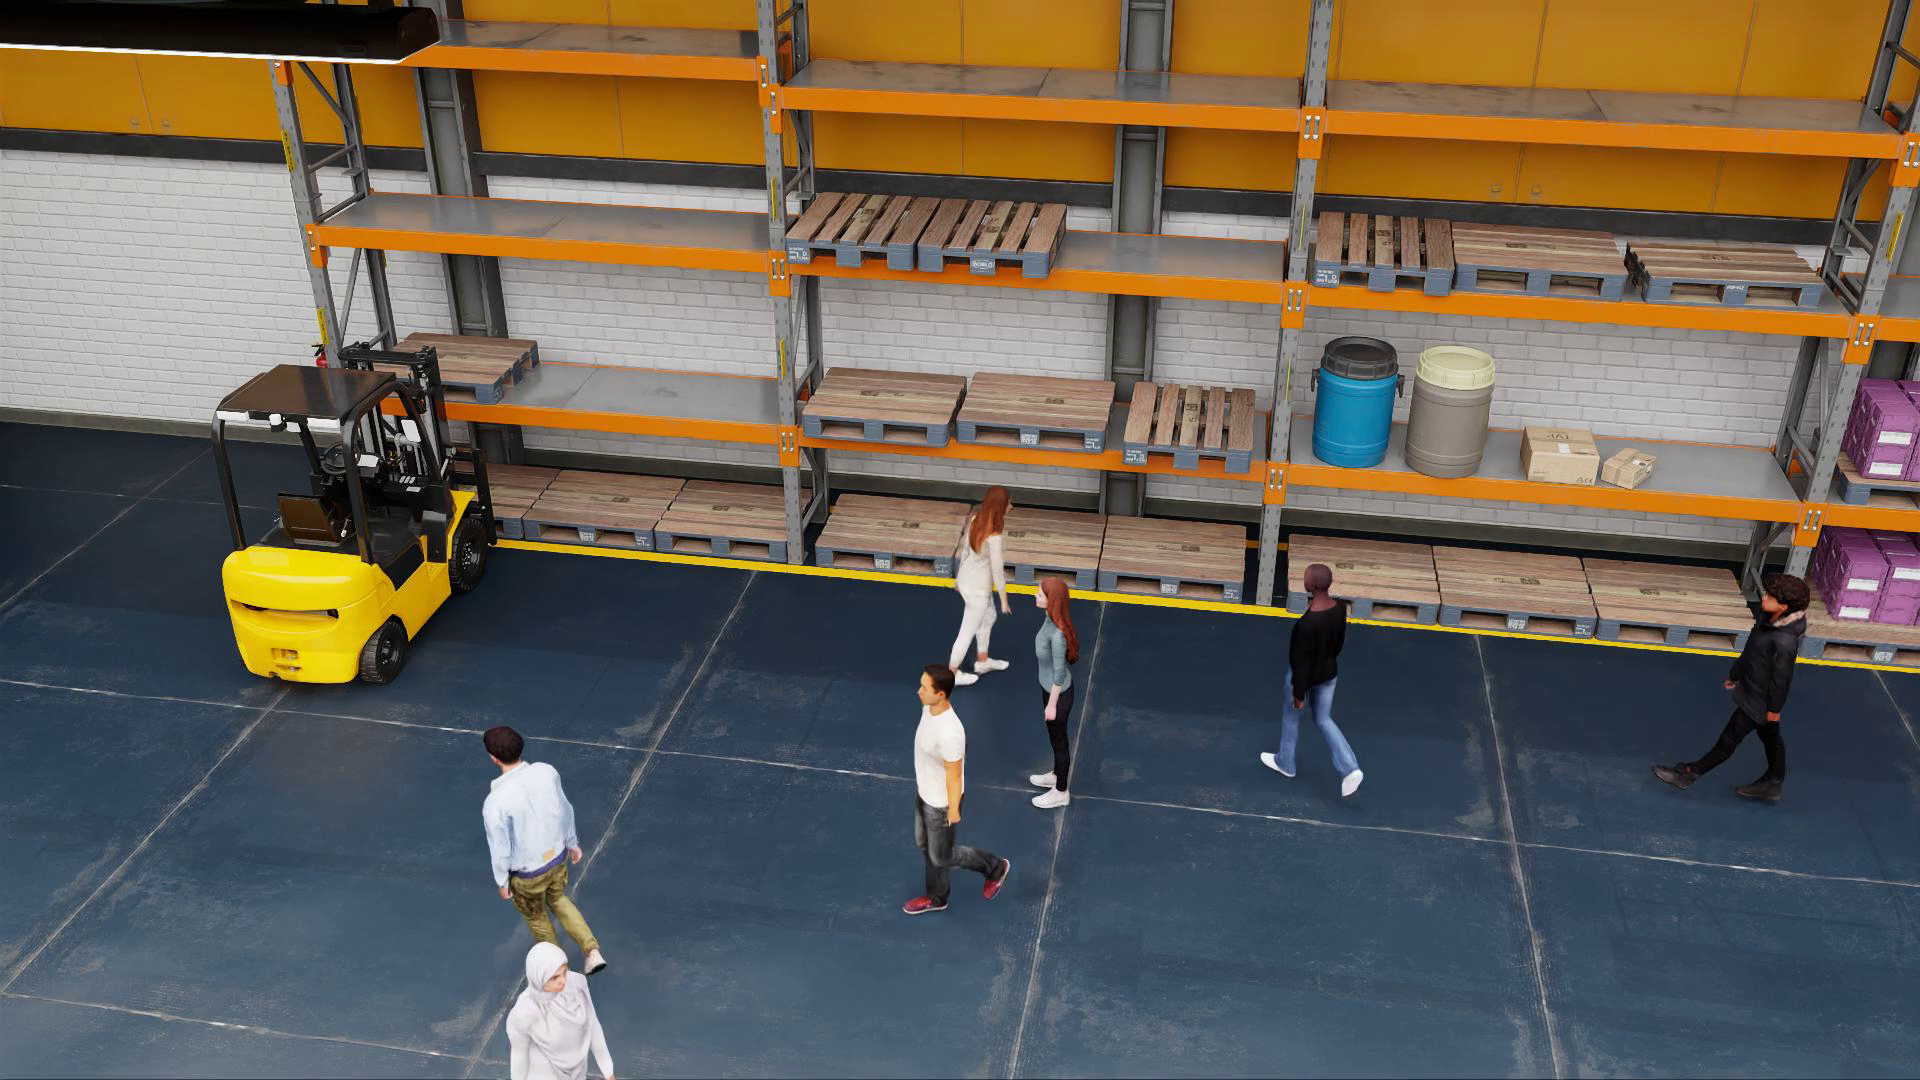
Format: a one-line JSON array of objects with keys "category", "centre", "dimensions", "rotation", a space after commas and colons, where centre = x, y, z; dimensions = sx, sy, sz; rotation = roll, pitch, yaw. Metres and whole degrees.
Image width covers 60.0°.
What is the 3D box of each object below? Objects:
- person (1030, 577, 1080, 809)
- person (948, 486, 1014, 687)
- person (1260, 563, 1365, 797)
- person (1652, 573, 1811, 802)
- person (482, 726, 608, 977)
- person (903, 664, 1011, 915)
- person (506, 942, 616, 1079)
[{"category": "person", "centre": [0.632, 1.015, 11.084], "dimensions": [0.552, 1.742, 0.603], "rotation": [1, 29, 2]}, {"category": "person", "centre": [0.053, 0.366, 12.345], "dimensions": [0.893, 1.674, 0.790], "rotation": [-12, 31, -21]}, {"category": "person", "centre": [2.446, 0.963, 11.196], "dimensions": [1.030, 1.726, 1.085], "rotation": [-19, 34, -31]}, {"category": "person", "centre": [5.421, 1.038, 11.060], "dimensions": [1.094, 1.725, 0.693], "rotation": [7, 29, 13]}, {"category": "person", "centre": [-2.366, 1.875, 9.461], "dimensions": [0.966, 1.788, 0.873], "rotation": [19, 34, 31]}, {"category": "person", "centre": [-0.032, 1.523, 10.108], "dimensions": [1.024, 1.786, 0.880], "rotation": [-9, 30, -16]}, {"category": "person", "centre": [-2.017, 2.631, 8.144], "dimensions": [1.240, 1.721, 0.973], "rotation": [20, 34, 32]}]
